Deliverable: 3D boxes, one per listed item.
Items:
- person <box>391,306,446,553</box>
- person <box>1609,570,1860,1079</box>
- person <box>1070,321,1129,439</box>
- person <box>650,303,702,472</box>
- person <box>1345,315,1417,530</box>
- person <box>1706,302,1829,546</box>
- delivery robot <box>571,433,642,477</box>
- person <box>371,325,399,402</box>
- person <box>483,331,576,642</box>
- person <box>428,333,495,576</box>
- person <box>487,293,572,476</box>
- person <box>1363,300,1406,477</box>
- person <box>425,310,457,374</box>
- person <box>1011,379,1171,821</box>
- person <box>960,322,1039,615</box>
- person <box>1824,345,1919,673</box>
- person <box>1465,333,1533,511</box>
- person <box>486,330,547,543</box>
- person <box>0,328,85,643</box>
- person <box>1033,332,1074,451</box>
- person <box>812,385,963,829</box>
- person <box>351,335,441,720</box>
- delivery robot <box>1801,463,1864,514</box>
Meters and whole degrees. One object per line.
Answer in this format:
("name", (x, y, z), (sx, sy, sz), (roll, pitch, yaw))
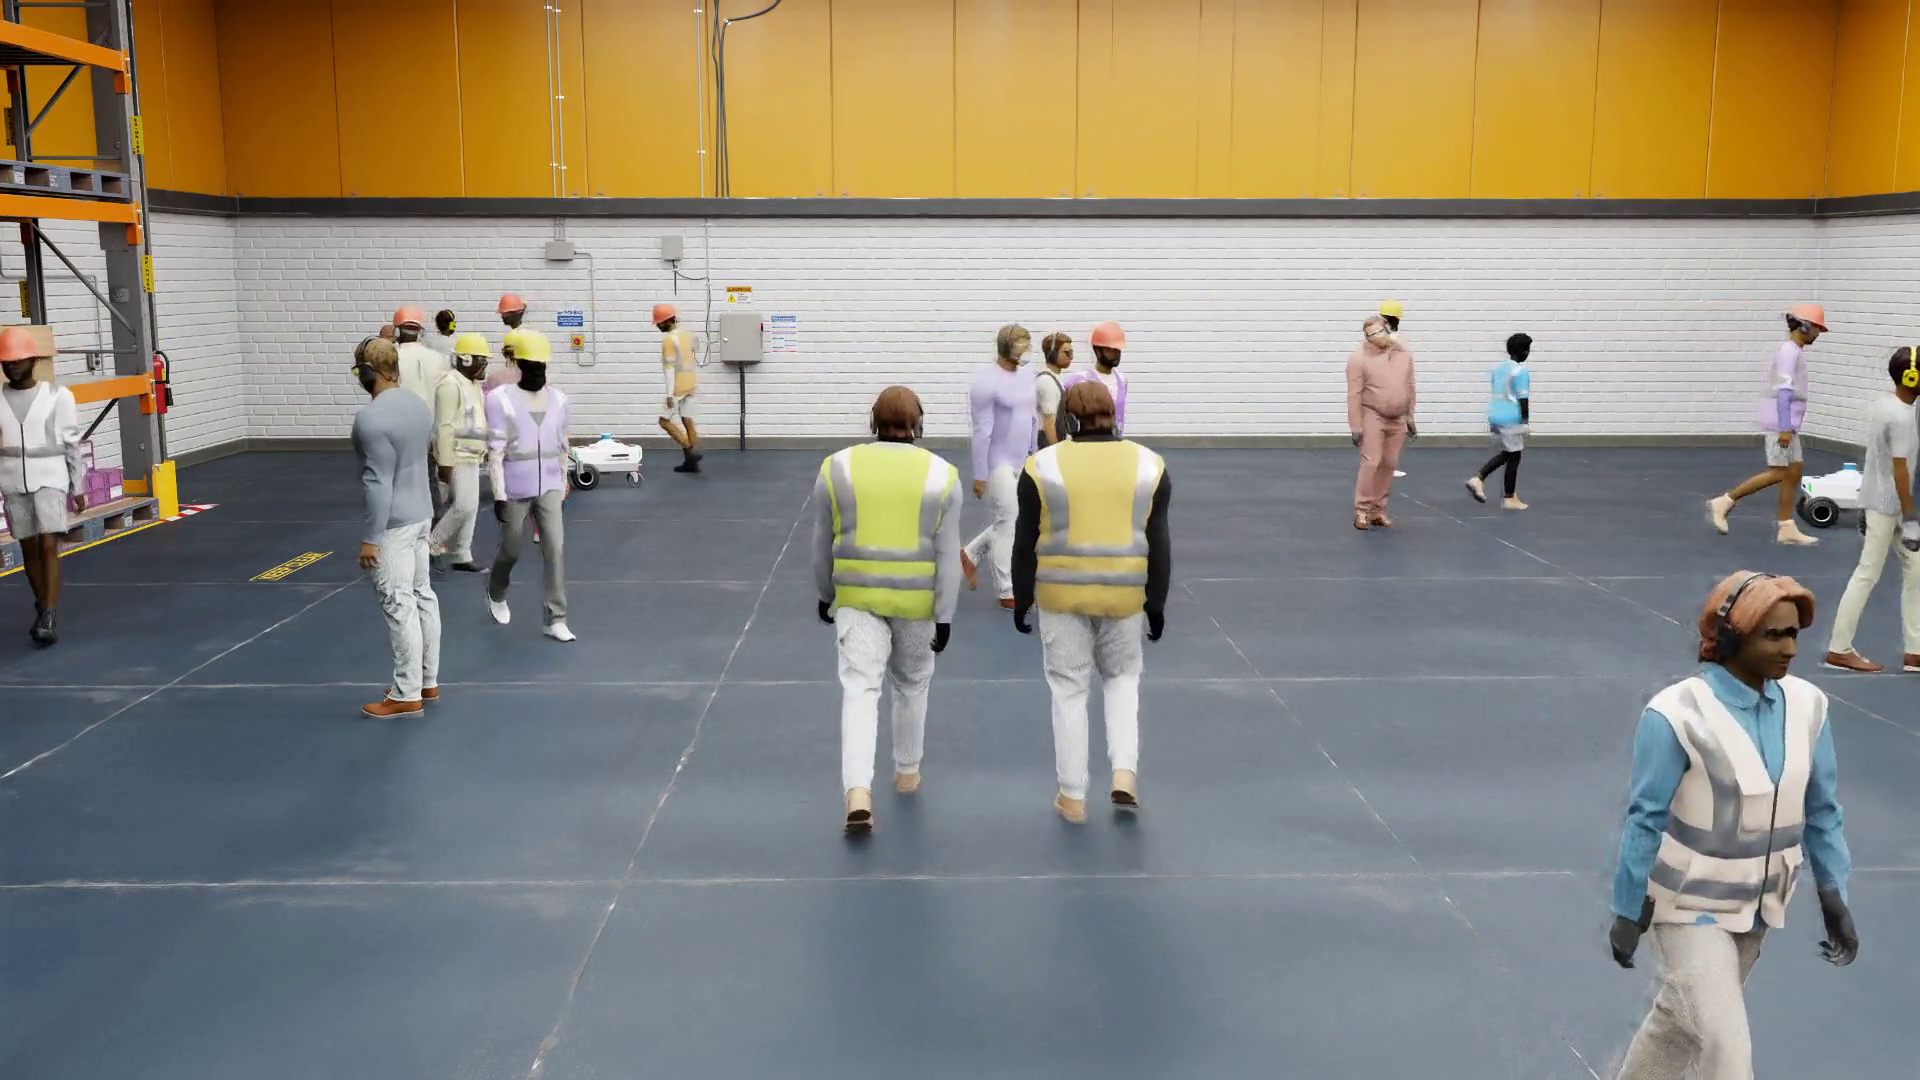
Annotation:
("person", (-4.355, -0.867, 13.245), (0.652, 1.959, 0.630), (7, 12, 38))
("person", (1.772, 0.853, 3.844), (0.527, 1.595, 0.833), (-4, 10, -24))
("person", (0.917, -0.602, 11.826), (0.669, 1.918, 0.549), (9, 13, 44))
("person", (-3.123, -1.665, 18.368), (0.475, 1.894, 0.655), (3, 10, 20))
("person", (3.681, -1.008, 14.489), (0.680, 1.886, 0.399), (-4, 10, -22))
("person", (6.681, -0.955, 13.709), (0.794, 1.995, 0.706), (5, 11, 30))
("delivery robot", (-3.661, -0.862, 17.255), (0.707, 0.478, 0.477), (-3, 10, -16))
("person", (-6.420, -1.614, 18.837), (0.513, 1.640, 0.309), (-1, 9, -9))
("person", (-2.685, -0.348, 10.303), (0.586, 1.901, 0.879), (-7, 12, -38))
("person", (-3.676, -0.616, 12.217), (0.555, 1.804, 0.615), (0, 9, 3))
("person", (-4.716, -1.682, 18.142), (0.840, 2.009, 0.597), (-5, 11, -29))
("person", (4.653, -1.650, 18.173), (0.372, 1.925, 0.595), (-6, 11, -32))
("person", (-5.696, -1.622, 18.342), (0.539, 1.831, 0.950), (3, 10, 20))
("person", (0.533, 0.254, 6.832), (0.634, 1.818, 0.438), (-1, 9, -6))
("person", (0.245, -0.489, 11.085), (0.738, 1.924, 0.647), (7, 12, 37))
("person", (5.269, -0.146, 9.190), (0.813, 1.840, 0.555), (5, 10, 28))
("person", (5.105, -1.108, 15.620), (0.507, 1.674, 0.582), (-1, 9, -8))
("person", (-3.625, -0.845, 13.727), (0.522, 1.771, 0.306), (0, 9, 2))
("person", (-5.647, -0.311, 10.042), (0.562, 1.898, 0.906), (-2, 10, -13))
("person", (0.672, -0.661, 12.516), (0.887, 1.807, 0.521), (2, 9, 10))
("person", (-0.305, 0.264, 6.873), (0.631, 1.804, 0.959), (0, 9, 0))
("person", (-2.860, -0.060, 8.405), (0.373, 1.936, 0.627), (1, 9, 5))
("delivery robot", (7.812, -0.434, 14.630), (0.707, 0.478, 0.477), (3, 10, 17))
